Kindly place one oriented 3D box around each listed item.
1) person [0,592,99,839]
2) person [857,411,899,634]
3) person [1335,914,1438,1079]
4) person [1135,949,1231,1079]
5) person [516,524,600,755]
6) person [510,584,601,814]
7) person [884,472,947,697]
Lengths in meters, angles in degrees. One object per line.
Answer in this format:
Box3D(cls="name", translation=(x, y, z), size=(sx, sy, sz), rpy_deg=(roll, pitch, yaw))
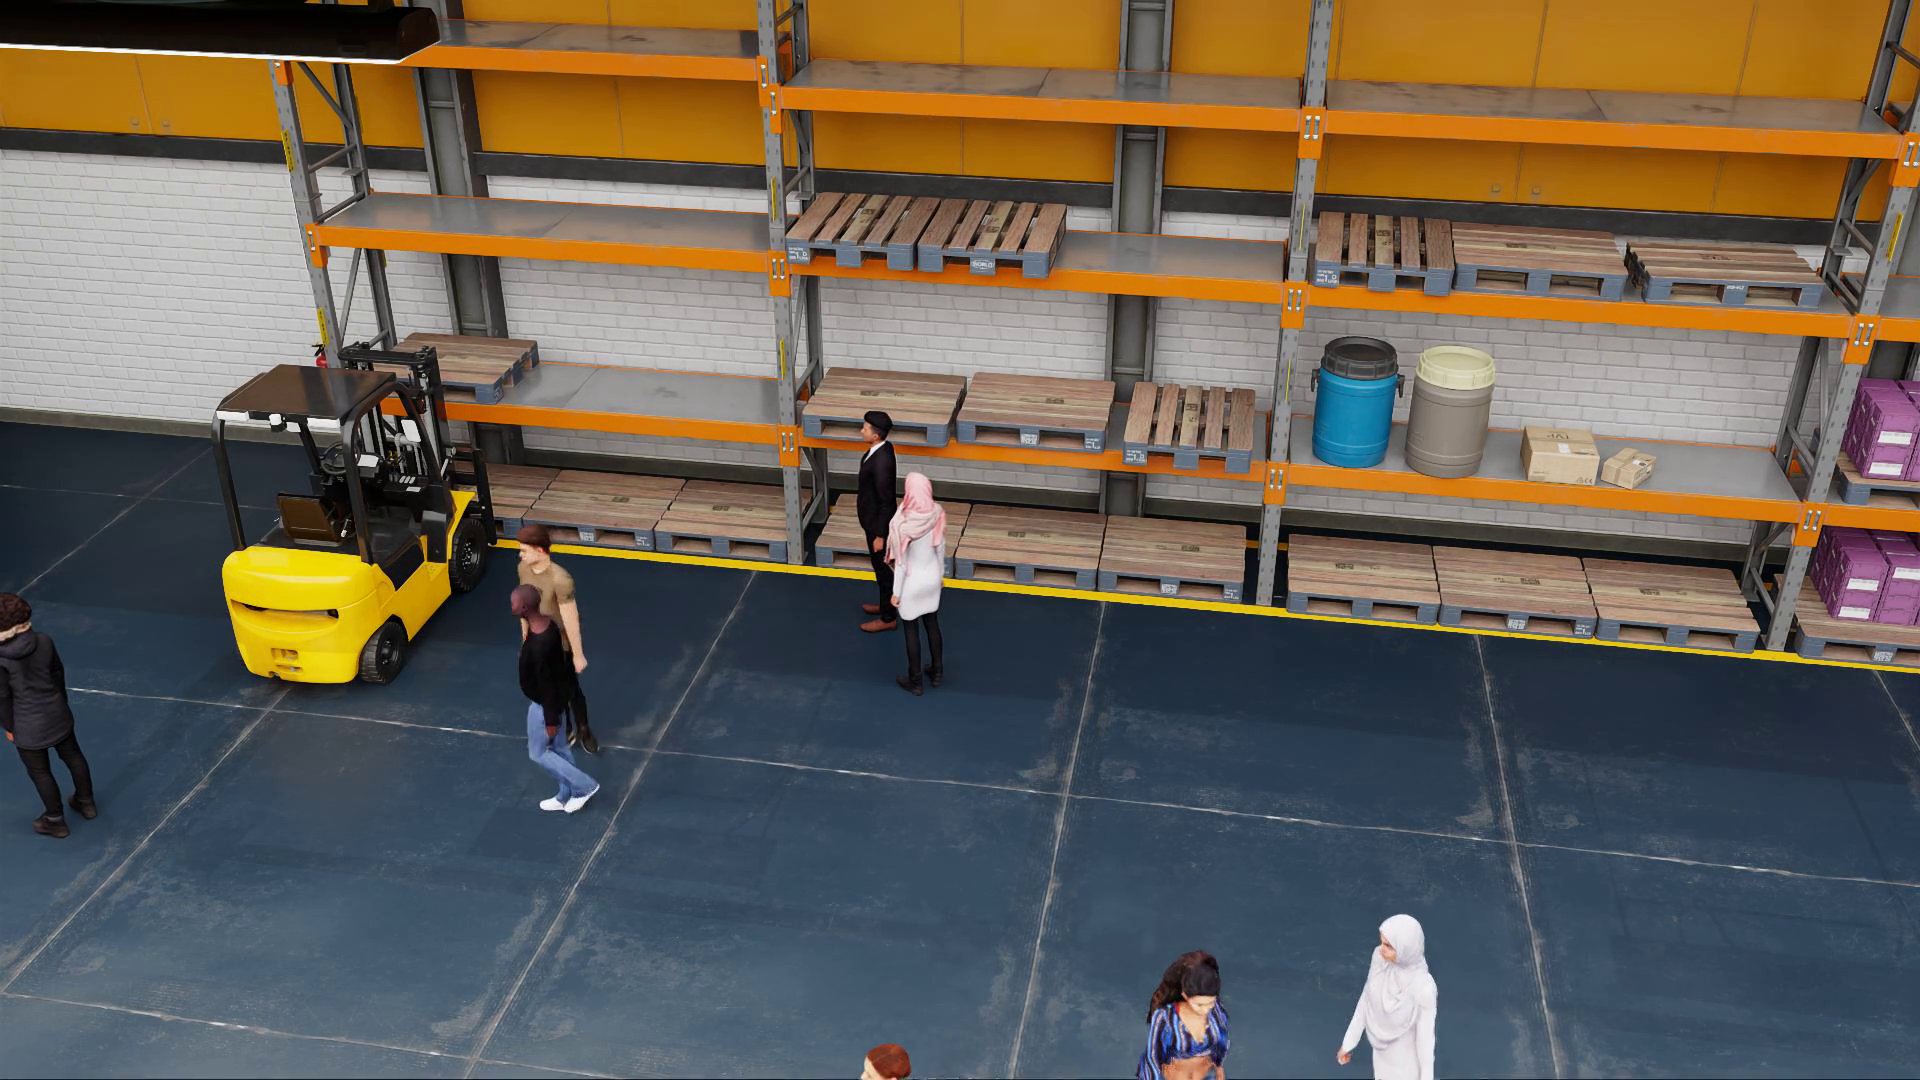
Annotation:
Box3D(cls="person", translation=(-5.998, 1.134, 10.833), size=(0.674, 1.774, 0.685), rpy_deg=(14, 32, 24))
Box3D(cls="person", translation=(-0.619, -0.160, 13.091), size=(0.627, 1.883, 0.746), rpy_deg=(-1, 29, -2))
Box3D(cls="person", translation=(2.252, 2.562, 8.235), size=(0.795, 1.756, 0.763), rpy_deg=(-8, 30, -15))
Box3D(cls="person", translation=(1.075, 2.634, 8.258), size=(1.014, 1.607, 0.923), rpy_deg=(-6, 29, -11))
Box3D(cls="person", translation=(-2.786, 0.701, 11.554), size=(0.746, 1.843, 0.861), rpy_deg=(14, 32, 24))
Box3D(cls="person", translation=(-2.628, 1.059, 11.014), size=(0.740, 1.732, 0.690), rpy_deg=(-4, 29, -8))
Box3D(cls="person", translation=(-0.308, 0.319, 12.297), size=(0.733, 1.803, 0.791), rpy_deg=(-19, 34, -31))
